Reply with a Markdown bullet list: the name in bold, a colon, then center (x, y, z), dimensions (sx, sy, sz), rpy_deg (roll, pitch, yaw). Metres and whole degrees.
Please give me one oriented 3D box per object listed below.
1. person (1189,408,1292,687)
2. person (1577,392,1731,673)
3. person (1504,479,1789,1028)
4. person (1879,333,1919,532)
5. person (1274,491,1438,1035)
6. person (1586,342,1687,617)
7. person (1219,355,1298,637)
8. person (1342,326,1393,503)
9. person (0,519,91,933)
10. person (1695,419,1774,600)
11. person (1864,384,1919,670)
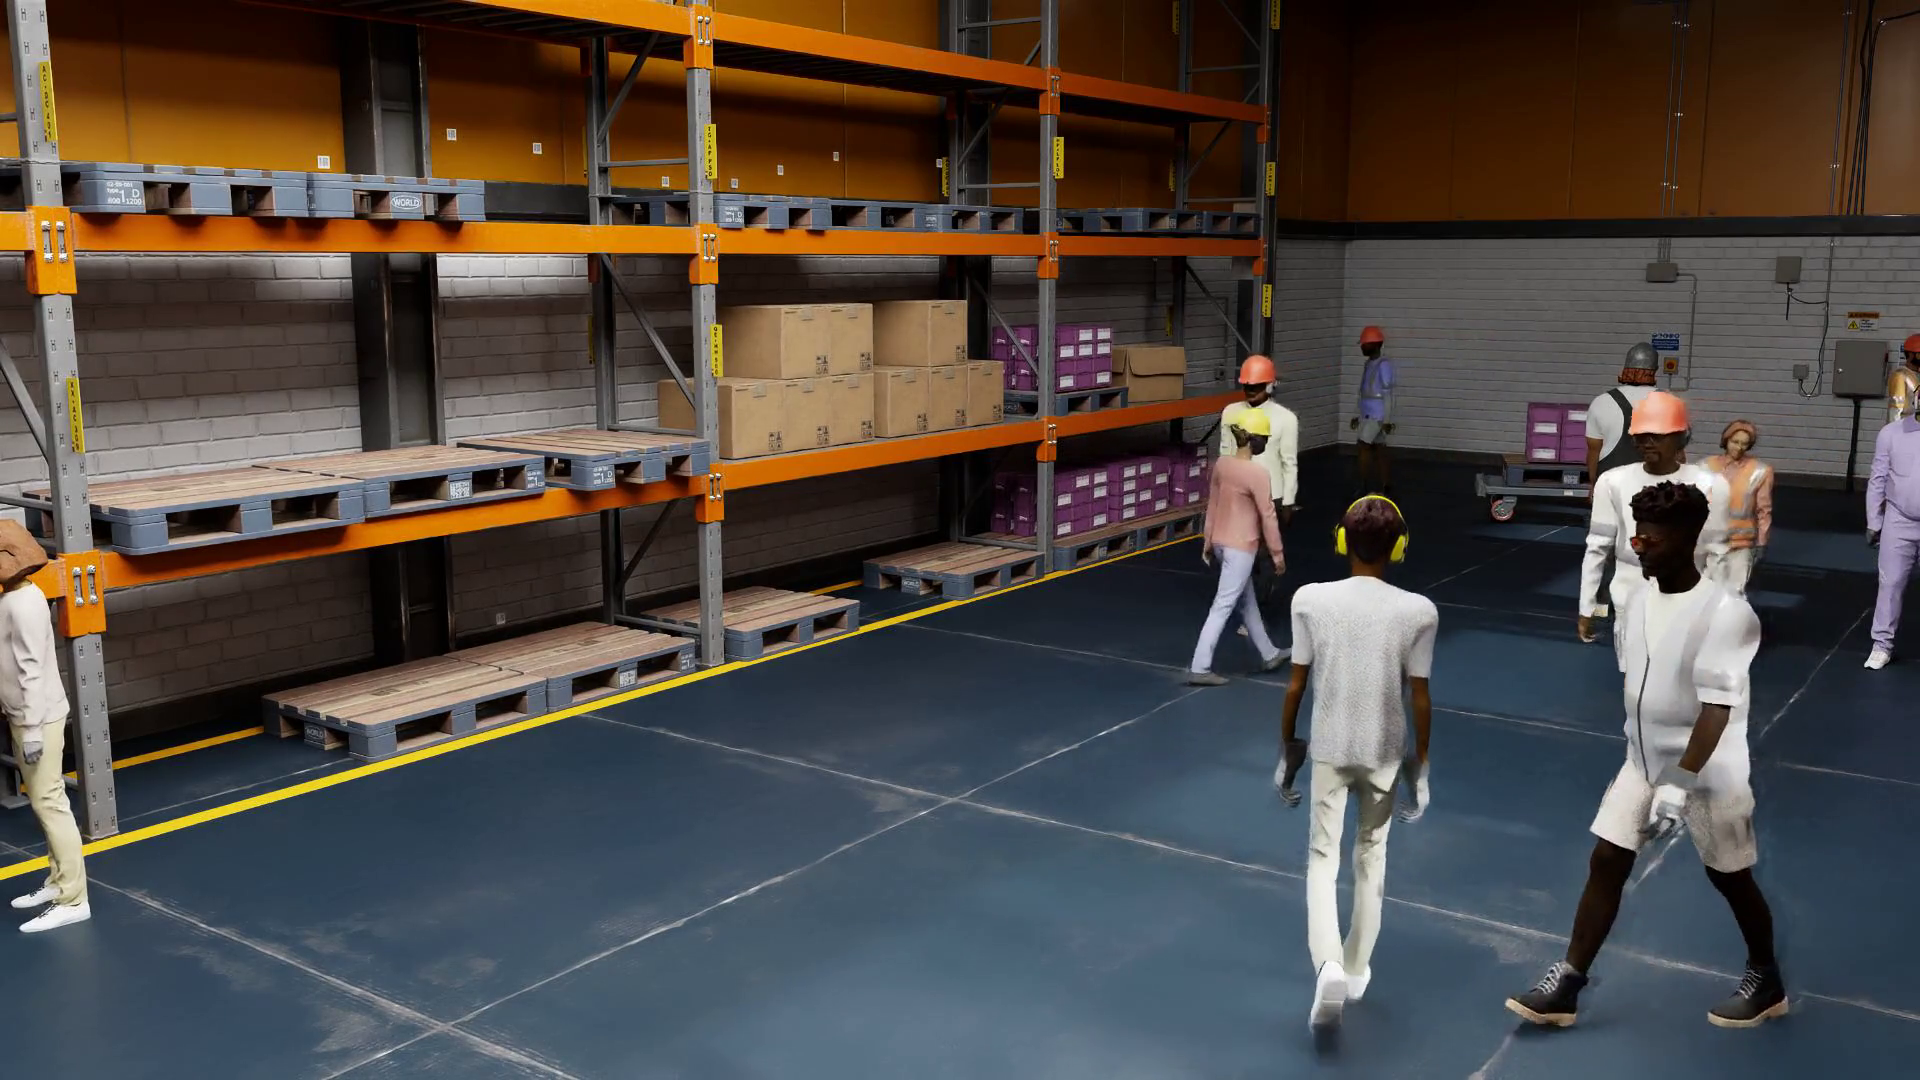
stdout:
- **person**: center (1.798, 0.047, 10.299), dimensions (0.893, 1.713, 0.548), rpy_deg (-4, 10, -23)
- **person**: center (3.227, 0.317, 7.817), dimensions (0.633, 2.013, 0.759), rpy_deg (8, 12, 39)
- **person**: center (2.412, 0.748, 5.605), dimensions (1.037, 1.909, 0.611), rpy_deg (-3, 10, -19)
- **person**: center (9.140, -1.020, 16.031), dimensions (0.551, 1.932, 0.378), rpy_deg (-8, 12, -39)
- **person**: center (1.347, 0.759, 5.698), dimensions (0.530, 1.848, 0.721), rpy_deg (2, 10, 13)
- **person**: center (4.955, -0.435, 12.231), dimensions (0.684, 2.000, 0.538), rpy_deg (4, 10, 25)
- **person**: center (2.096, -0.318, 11.721), dimensions (0.631, 1.974, 0.518), rpy_deg (8, 13, 40)
- **person**: center (4.420, -1.357, 18.100), dimensions (0.738, 1.909, 0.548), rpy_deg (0, 10, -1)
- **person**: center (-3.686, 0.723, 6.584), dimensions (0.284, 1.626, 0.500), rpy_deg (-7, 12, -35)
- **person**: center (5.050, -0.003, 10.951), dimensions (0.550, 1.620, 0.612), rpy_deg (7, 12, 35)
- **person**: center (6.112, -0.089, 10.571), dimensions (0.651, 1.907, 0.409), rpy_deg (6, 11, 30)
